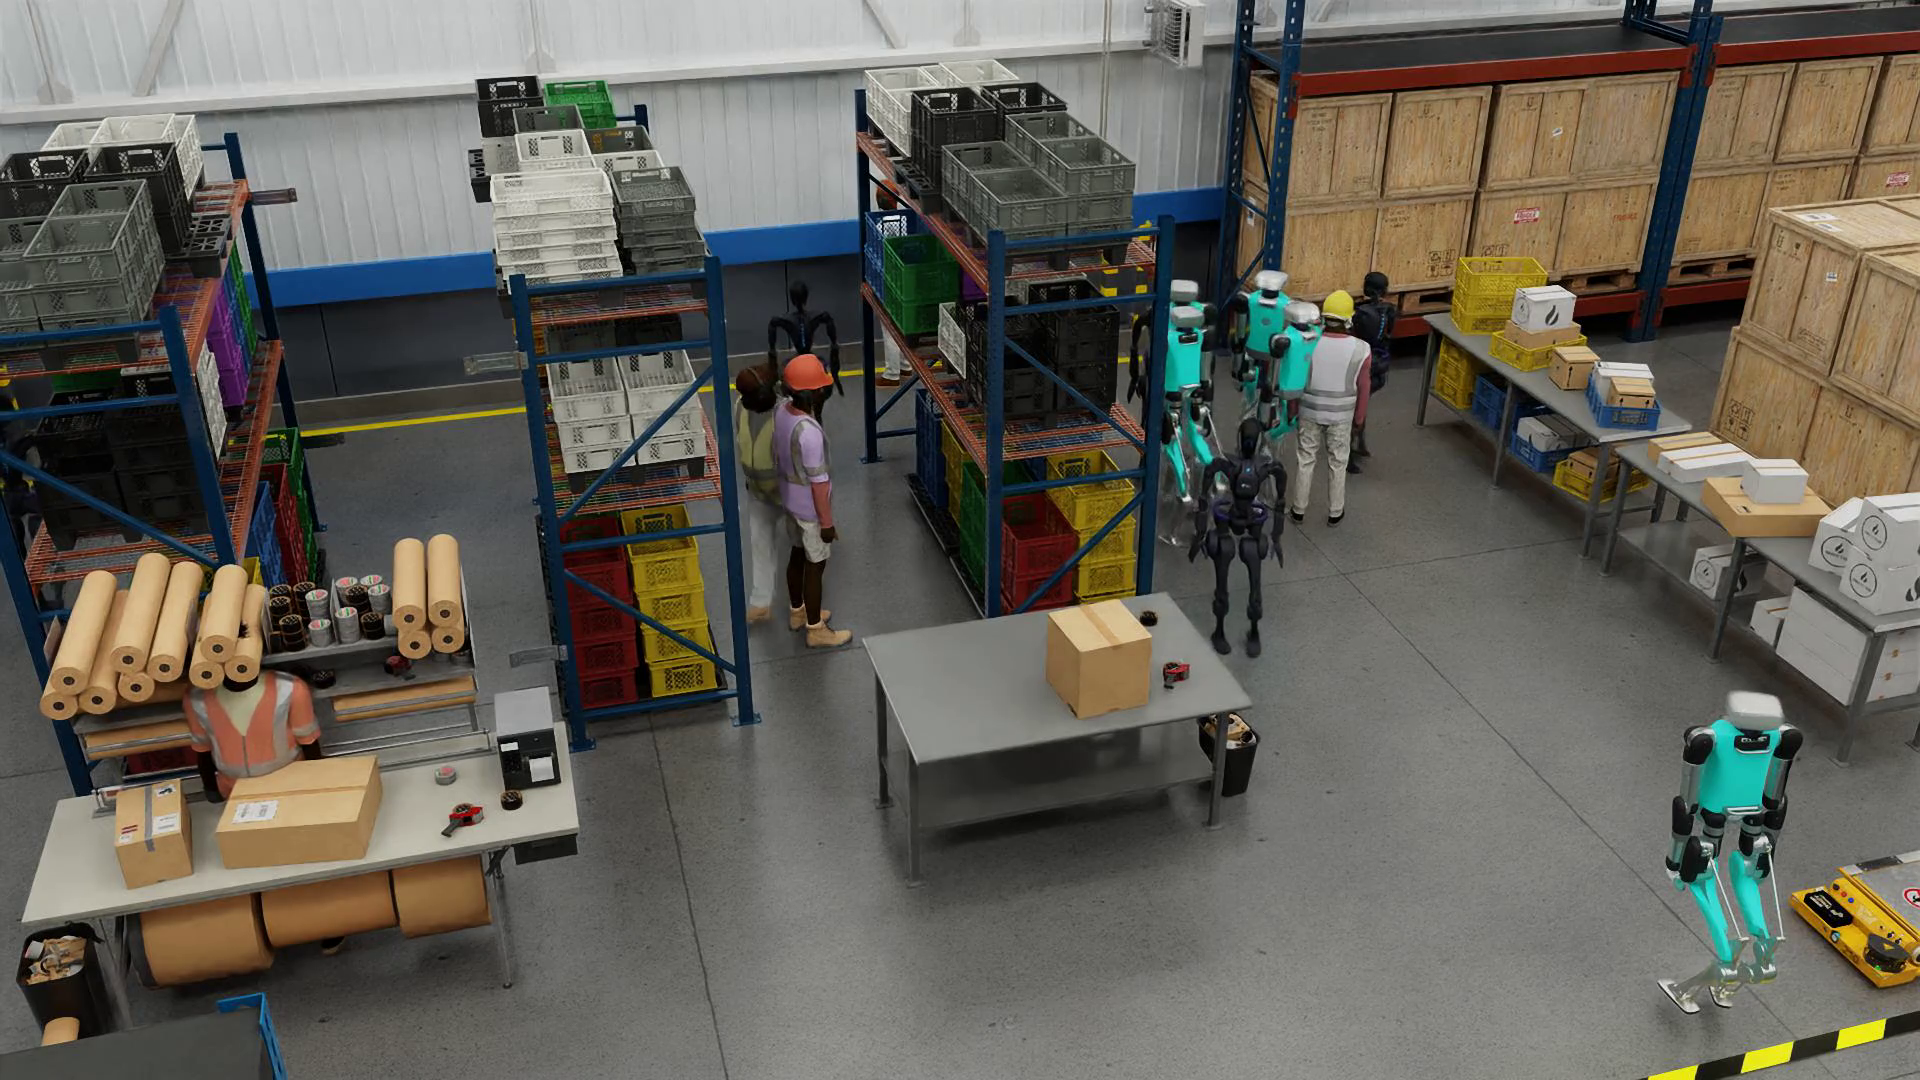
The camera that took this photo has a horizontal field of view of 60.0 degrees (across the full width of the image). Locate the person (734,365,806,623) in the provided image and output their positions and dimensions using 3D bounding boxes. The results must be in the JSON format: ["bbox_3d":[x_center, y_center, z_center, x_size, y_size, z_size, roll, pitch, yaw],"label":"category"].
[{"bbox_3d":[-1.257,-0.312,11.149,0.710,1.780,0.891,17,33,28],"label":"person"}]

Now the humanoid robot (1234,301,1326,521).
[{"bbox_3d":[2.318,-1.004,12.399,0.530,1.736,0.695,-17,33,-28],"label":"humanoid robot"}]

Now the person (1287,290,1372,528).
[{"bbox_3d":[2.705,-0.957,12.281,0.594,1.828,0.403,7,30,13],"label":"person"}]

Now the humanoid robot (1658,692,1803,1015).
[{"bbox_3d":[3.606,1.549,7.683,0.533,1.673,0.735,-2,29,-4],"label":"humanoid robot"}]

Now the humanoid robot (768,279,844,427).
[{"bbox_3d":[-1.212,-1.265,13.008,0.600,1.633,0.563,-4,29,-8],"label":"humanoid robot"}]

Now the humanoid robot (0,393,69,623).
[{"bbox_3d":[-6.225,-0.157,10.999,0.605,1.641,0.539,-11,31,-19],"label":"humanoid robot"}]

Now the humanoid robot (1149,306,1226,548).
[{"bbox_3d":[1.718,-0.749,11.981,0.560,1.747,0.846,-14,32,-24],"label":"humanoid robot"}]

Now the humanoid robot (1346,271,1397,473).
[{"bbox_3d":[3.147,-1.322,13.104,0.597,1.653,0.334,-17,33,-27],"label":"humanoid robot"}]

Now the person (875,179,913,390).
[{"bbox_3d":[-0.600,-2.237,14.555,0.356,1.884,0.573,14,32,24],"label":"person"}]

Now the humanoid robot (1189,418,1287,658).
[{"bbox_3d":[1.795,-0.023,10.735,0.612,1.646,0.342,2,29,4],"label":"humanoid robot"}]

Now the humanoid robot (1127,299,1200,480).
[{"bbox_3d":[1.616,-1.263,13.037,0.591,1.634,0.702,3,29,6],"label":"humanoid robot"}]

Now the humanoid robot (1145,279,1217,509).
[{"bbox_3d":[1.675,-1.022,12.519,0.539,1.805,0.678,-1,29,-3],"label":"humanoid robot"}]

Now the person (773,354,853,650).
[{"bbox_3d":[-0.968,-0.248,10.773,0.373,2.044,0.606,-15,32,-25],"label":"person"}]

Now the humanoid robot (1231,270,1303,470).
[{"bbox_3d":[2.427,-1.353,13.097,0.545,1.748,0.755,11,31,19],"label":"humanoid robot"}]

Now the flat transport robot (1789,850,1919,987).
[{"bbox_3d":[5.163,1.916,8.676,1.431,0.231,0.659,-8,30,-14],"label":"flat transport robot"}]

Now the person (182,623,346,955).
[{"bbox_3d":[-3.417,1.223,8.185,0.602,1.957,0.364,-4,29,-7],"label":"person"}]
